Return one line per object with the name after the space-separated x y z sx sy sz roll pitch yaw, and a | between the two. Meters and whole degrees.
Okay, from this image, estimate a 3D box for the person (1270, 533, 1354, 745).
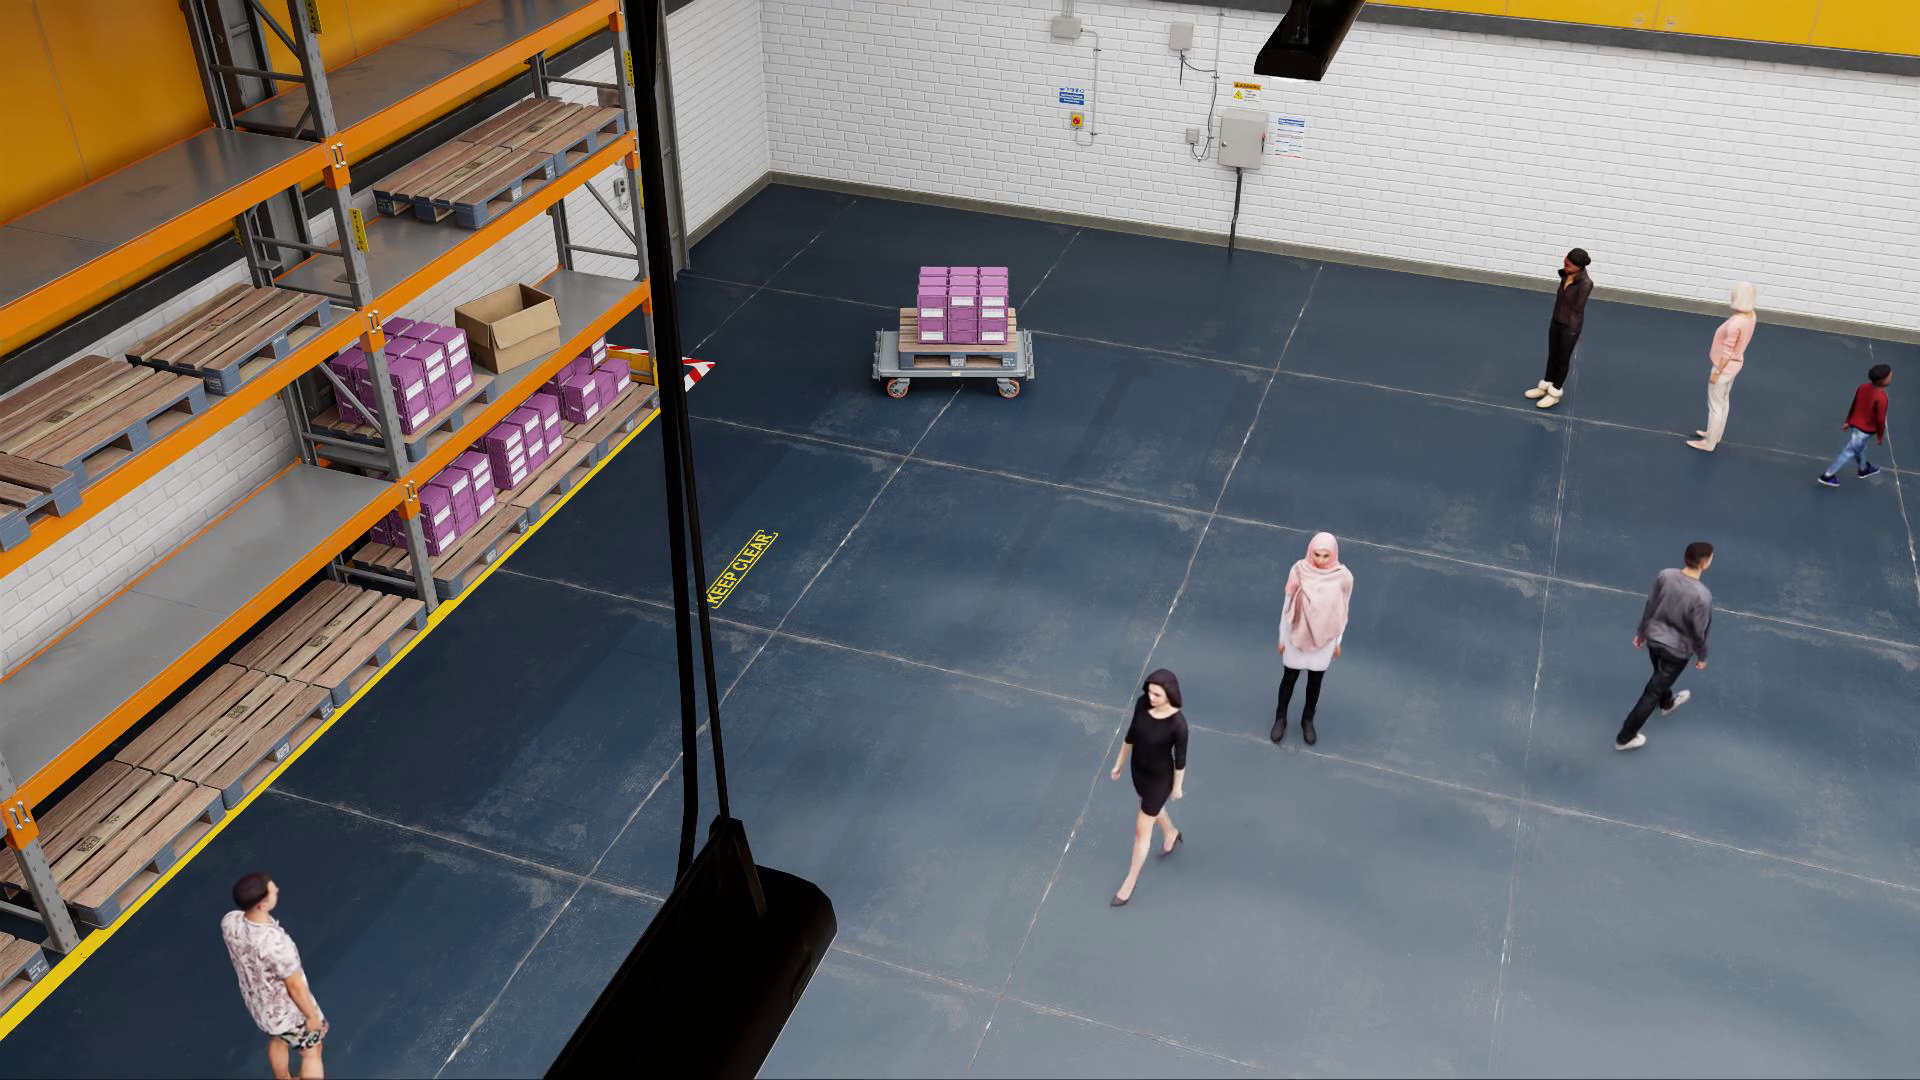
2.560 0.717 12.156 0.686 1.803 0.659 4 34 5 | person

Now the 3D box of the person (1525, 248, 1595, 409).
6.054 -2.141 16.585 0.764 1.659 0.703 18 38 25 | person

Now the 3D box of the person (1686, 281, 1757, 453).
7.282 -1.656 15.796 0.729 1.724 0.580 25 41 33 | person

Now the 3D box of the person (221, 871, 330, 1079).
-3.844 2.577 9.354 0.718 1.807 0.629 18 37 24 | person

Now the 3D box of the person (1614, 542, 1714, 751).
5.098 0.810 12.092 1.171 1.718 1.067 -18 38 -25 | person

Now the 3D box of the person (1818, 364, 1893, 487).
8.259 -1.035 15.310 0.832 1.229 0.892 -5 34 -7 | person

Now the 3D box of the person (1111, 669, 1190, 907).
1.312 1.541 10.946 1.070 1.771 0.947 -20 39 -28 | person
